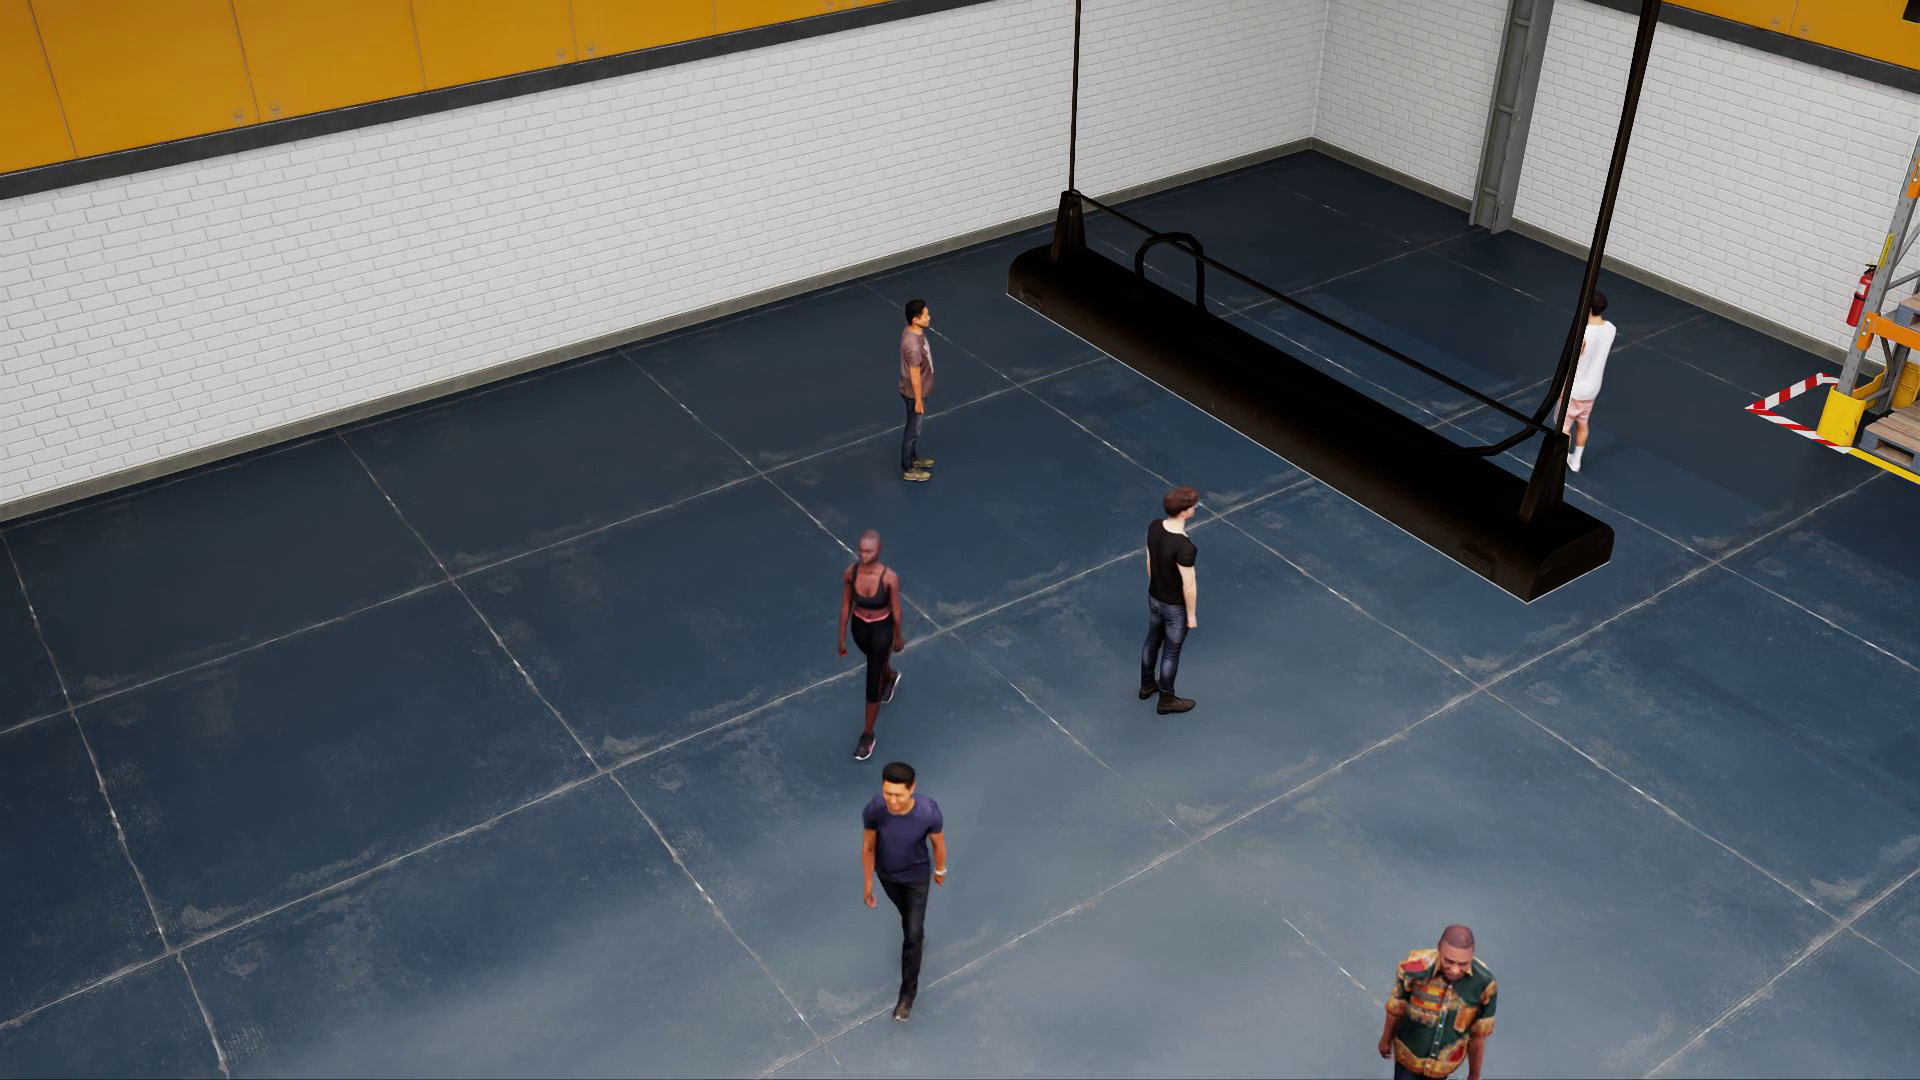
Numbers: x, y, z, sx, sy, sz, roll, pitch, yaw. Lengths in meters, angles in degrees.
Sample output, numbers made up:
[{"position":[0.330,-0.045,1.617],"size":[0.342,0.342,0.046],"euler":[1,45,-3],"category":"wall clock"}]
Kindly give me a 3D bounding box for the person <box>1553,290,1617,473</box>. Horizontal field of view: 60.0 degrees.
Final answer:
[{"position":[5.639,-1.411,15.104],"size":[0.648,1.784,0.601],"euler":[-16,37,-23],"category":"person"}]

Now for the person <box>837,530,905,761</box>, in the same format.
[{"position":[-0.595,0.630,12.094],"size":[1.177,1.717,1.135],"euler":[11,35,16],"category":"person"}]

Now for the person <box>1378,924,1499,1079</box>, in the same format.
[{"position":[2.537,2.661,8.978],"size":[1.038,1.784,1.099],"euler":[5,34,8],"category":"person"}]

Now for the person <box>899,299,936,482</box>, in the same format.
[{"position":[-0.419,-1.373,15.055],"size":[0.762,1.775,0.667],"euler":[0,34,0],"category":"person"}]

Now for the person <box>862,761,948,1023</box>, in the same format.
[{"position":[-0.318,1.944,10.086],"size":[1.079,1.752,1.083],"euler":[10,35,14],"category":"person"}]

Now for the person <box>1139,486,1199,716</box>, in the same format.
[{"position":[1.537,0.435,12.226],"size":[0.751,1.896,0.508],"euler":[-18,38,-25],"category":"person"}]
